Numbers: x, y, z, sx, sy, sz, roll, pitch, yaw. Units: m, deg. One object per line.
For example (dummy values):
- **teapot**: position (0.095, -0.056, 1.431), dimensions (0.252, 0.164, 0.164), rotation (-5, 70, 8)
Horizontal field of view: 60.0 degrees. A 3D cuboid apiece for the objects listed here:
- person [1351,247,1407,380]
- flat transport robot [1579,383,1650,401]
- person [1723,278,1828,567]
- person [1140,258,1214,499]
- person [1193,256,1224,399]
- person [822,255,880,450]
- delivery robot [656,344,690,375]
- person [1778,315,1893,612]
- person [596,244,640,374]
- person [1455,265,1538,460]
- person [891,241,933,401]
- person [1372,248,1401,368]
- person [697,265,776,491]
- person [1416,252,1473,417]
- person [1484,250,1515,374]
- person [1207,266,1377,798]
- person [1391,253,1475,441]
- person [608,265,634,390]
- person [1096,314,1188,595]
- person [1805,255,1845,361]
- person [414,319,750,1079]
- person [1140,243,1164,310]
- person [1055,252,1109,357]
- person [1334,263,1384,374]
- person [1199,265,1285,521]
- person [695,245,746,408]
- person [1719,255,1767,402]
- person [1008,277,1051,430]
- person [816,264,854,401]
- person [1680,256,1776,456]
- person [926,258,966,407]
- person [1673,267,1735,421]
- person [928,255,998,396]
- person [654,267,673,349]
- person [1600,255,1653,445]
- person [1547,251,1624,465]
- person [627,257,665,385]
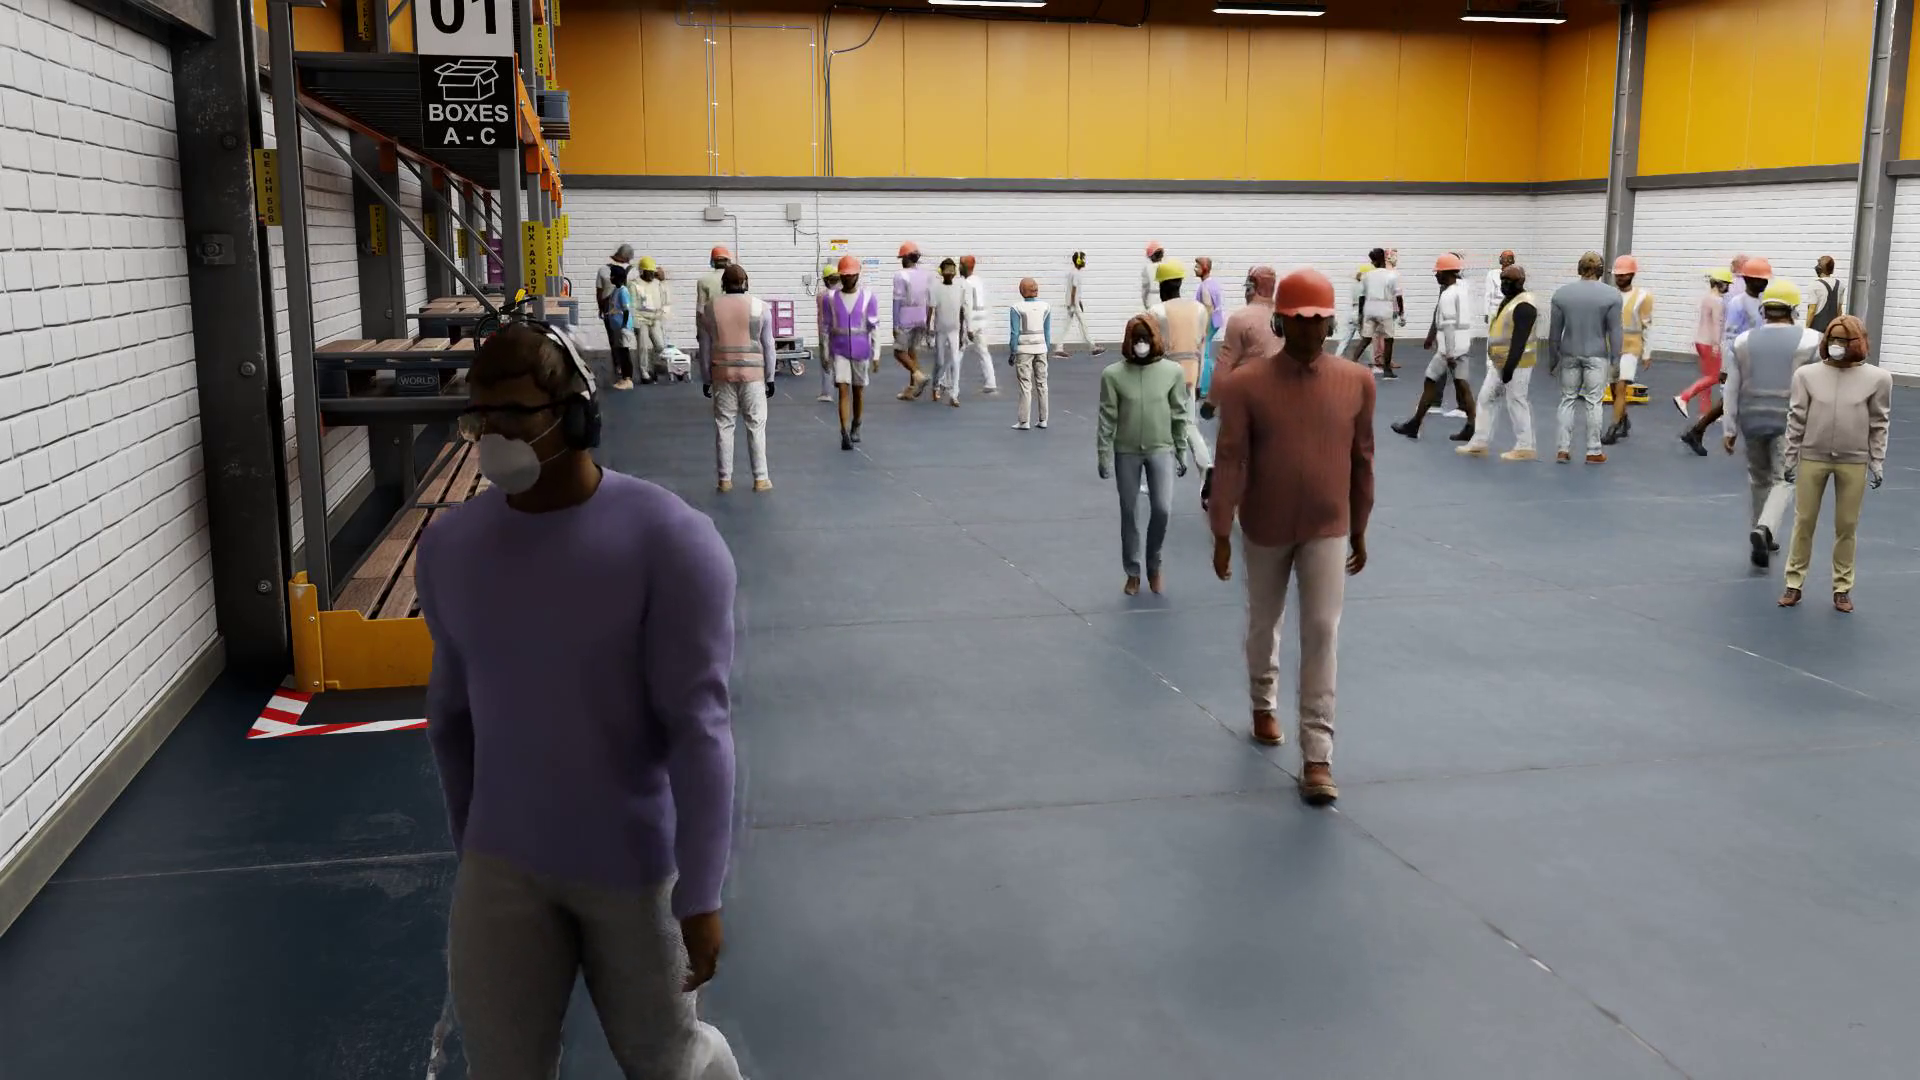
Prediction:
- **person**: position (6.085, -3.277, 24.184), dimensions (0.725, 1.943, 0.687), rotation (9, 13, 40)
- **flat transport robot**: position (8.262, -1.926, 21.284), dimensions (0.652, 0.197, 1.431), rotation (1, 10, 4)
- **person**: position (5.093, -0.733, 10.434), dimensions (0.602, 1.809, 0.793), rotation (9, 14, 41)
- **person**: position (1.719, -1.257, 13.071), dimensions (0.595, 1.902, 0.783), rotation (-4, 11, -22)
- **person**: position (3.164, -2.713, 21.306), dimensions (0.446, 1.830, 0.597), rotation (3, 11, 15)
- **person**: position (-1.075, -1.862, 16.459), dimensions (0.560, 1.892, 0.982), rotation (-1, 10, -5)
- **delivery robot**: position (-4.118, -2.558, 23.735), dimensions (0.477, 0.478, 0.707), rotation (-6, 12, -30)
- **person**: position (4.807, -0.417, 9.148), dimensions (0.502, 1.631, 0.285), rotation (6, 12, 29)
- **person**: position (-5.211, -3.565, 25.459), dimensions (0.688, 2.000, 0.907), rotation (-3, 11, -17)
- **person**: position (4.978, -1.617, 15.339), dimensions (0.795, 1.808, 0.666), rotation (0, 10, -1)
- **person**: position (-0.591, -2.749, 20.999), dimensions (0.645, 2.018, 0.606), rotation (-9, 14, -42)
- **person**: position (6.825, -3.697, 26.577), dimensions (0.401, 1.904, 0.641), rotation (-2, 10, -12)
- **person**: position (-1.799, -1.306, 13.512), dimensions (0.621, 1.839, 0.429), rotation (0, 10, 1)
- **person**: position (5.594, -2.367, 19.264), dimensions (0.844, 1.887, 0.616), rotation (7, 12, 33)
- **person**: position (8.289, -3.473, 25.375), dimensions (0.572, 1.887, 0.356), rotation (1, 10, 6)
- **person**: position (1.265, -0.068, 6.376), dimensions (0.644, 1.942, 1.043), rotation (0, 10, 3)
- **person**: position (4.895, -1.955, 16.948), dimensions (0.955, 1.893, 0.553), rotation (8, 13, 39)
- **person**: position (-4.630, -2.891, 22.677), dimensions (0.315, 1.696, 0.541), rotation (-5, 11, -24)
- **person**: position (1.037, -0.473, 9.496), dimensions (0.520, 1.616, 0.436), rotation (1, 10, 7)
- **person**: position (10.647, -2.584, 20.563), dimensions (0.517, 1.843, 0.325), rotation (-3, 11, -15)
- **person**: position (-0.657, 0.554, 3.018), dimensions (0.638, 1.912, 0.883), rotation (3, 11, 16)
- **person**: position (3.148, -3.626, 25.980), dimensions (0.693, 1.984, 0.412), rotation (5, 11, 24)
- **person**: position (2.102, -4.071, 28.873), dimensions (0.981, 1.813, 0.553), rotation (-1, 10, -6)
- **person**: position (6.039, -3.348, 25.236), dimensions (0.912, 1.690, 0.486), rotation (-4, 11, -22)
- **person**: position (2.032, -0.990, 11.711), dimensions (0.648, 1.858, 0.961), rotation (-9, 14, -41)
- **person**: position (-2.891, -2.570, 20.124), dimensions (0.618, 1.982, 0.432), rotation (-4, 11, -19)
- **person**: position (9.636, -2.612, 20.699), dimensions (0.658, 1.860, 0.970), rotation (3, 11, 14)
- **person**: position (0.754, -1.999, 17.904), dimensions (0.514, 1.636, 0.314), rotation (-6, 12, -29)
- **person**: position (-1.532, -2.580, 20.853), dimensions (0.532, 1.739, 0.737), rotation (-9, 13, -39)
- **person**: position (7.194, -1.672, 15.398), dimensions (0.553, 1.898, 0.966), rotation (-10, 14, -44)
- **person**: position (-0.194, -2.590, 20.667), dimensions (0.529, 1.831, 0.950), rotation (-3, 11, -14)
- **person**: position (8.370, -2.189, 18.685), dimensions (0.548, 1.736, 0.535), rotation (1, 10, 3)
- **person**: position (0.064, -2.812, 21.862), dimensions (0.993, 1.823, 0.574), rotation (5, 11, 25)
- **person**: position (-4.598, -3.398, 25.656), dimensions (0.352, 1.625, 0.550), rotation (0, 10, 0)
- **person**: position (6.725, -1.943, 16.892), dimensions (0.560, 1.899, 0.976), rotation (9, 13, 40)
- **person**: position (5.668, -1.641, 15.109), dimensions (0.688, 1.933, 0.423), rotation (7, 12, 34)
- **person**: position (-4.373, -3.057, 23.322), dimensions (0.477, 1.798, 0.622), rotation (8, 13, 38)
